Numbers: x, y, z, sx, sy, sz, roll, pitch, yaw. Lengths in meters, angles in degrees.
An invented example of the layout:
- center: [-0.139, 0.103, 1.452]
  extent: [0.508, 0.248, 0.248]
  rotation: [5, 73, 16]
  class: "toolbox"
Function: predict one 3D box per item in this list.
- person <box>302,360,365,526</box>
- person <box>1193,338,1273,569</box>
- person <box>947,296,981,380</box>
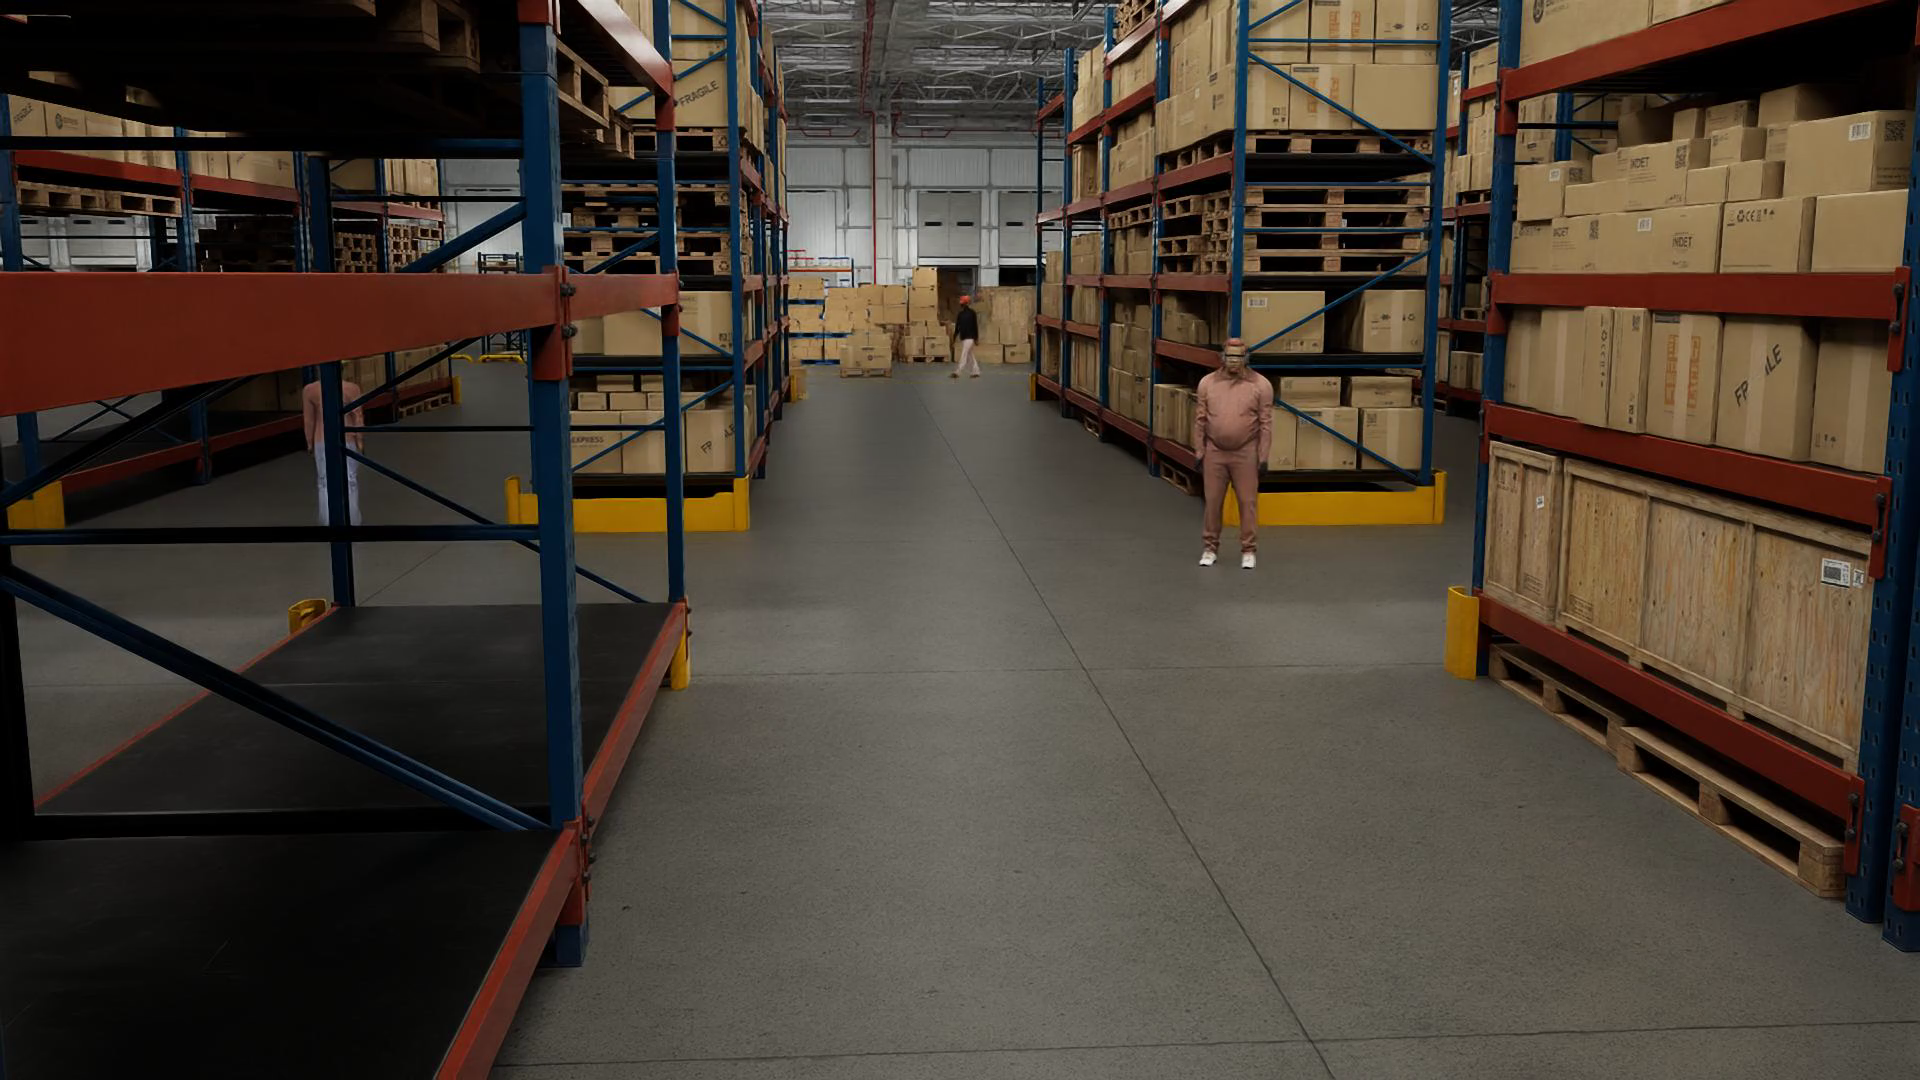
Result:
- center: [-5.683, -0.879, 15.134]
  extent: [0.524, 1.769, 0.326]
  rotation: [-1, 9, -5]
  class: "person"
- center: [2.227, -0.709, 13.679]
  extent: [0.640, 1.899, 0.396]
  rotation: [3, 10, 20]
  class: "person"
- center: [0.106, -4.630, 38.170]
  extent: [1.049, 1.936, 0.632]
  rotation: [-7, 11, -37]
  class: "person"
